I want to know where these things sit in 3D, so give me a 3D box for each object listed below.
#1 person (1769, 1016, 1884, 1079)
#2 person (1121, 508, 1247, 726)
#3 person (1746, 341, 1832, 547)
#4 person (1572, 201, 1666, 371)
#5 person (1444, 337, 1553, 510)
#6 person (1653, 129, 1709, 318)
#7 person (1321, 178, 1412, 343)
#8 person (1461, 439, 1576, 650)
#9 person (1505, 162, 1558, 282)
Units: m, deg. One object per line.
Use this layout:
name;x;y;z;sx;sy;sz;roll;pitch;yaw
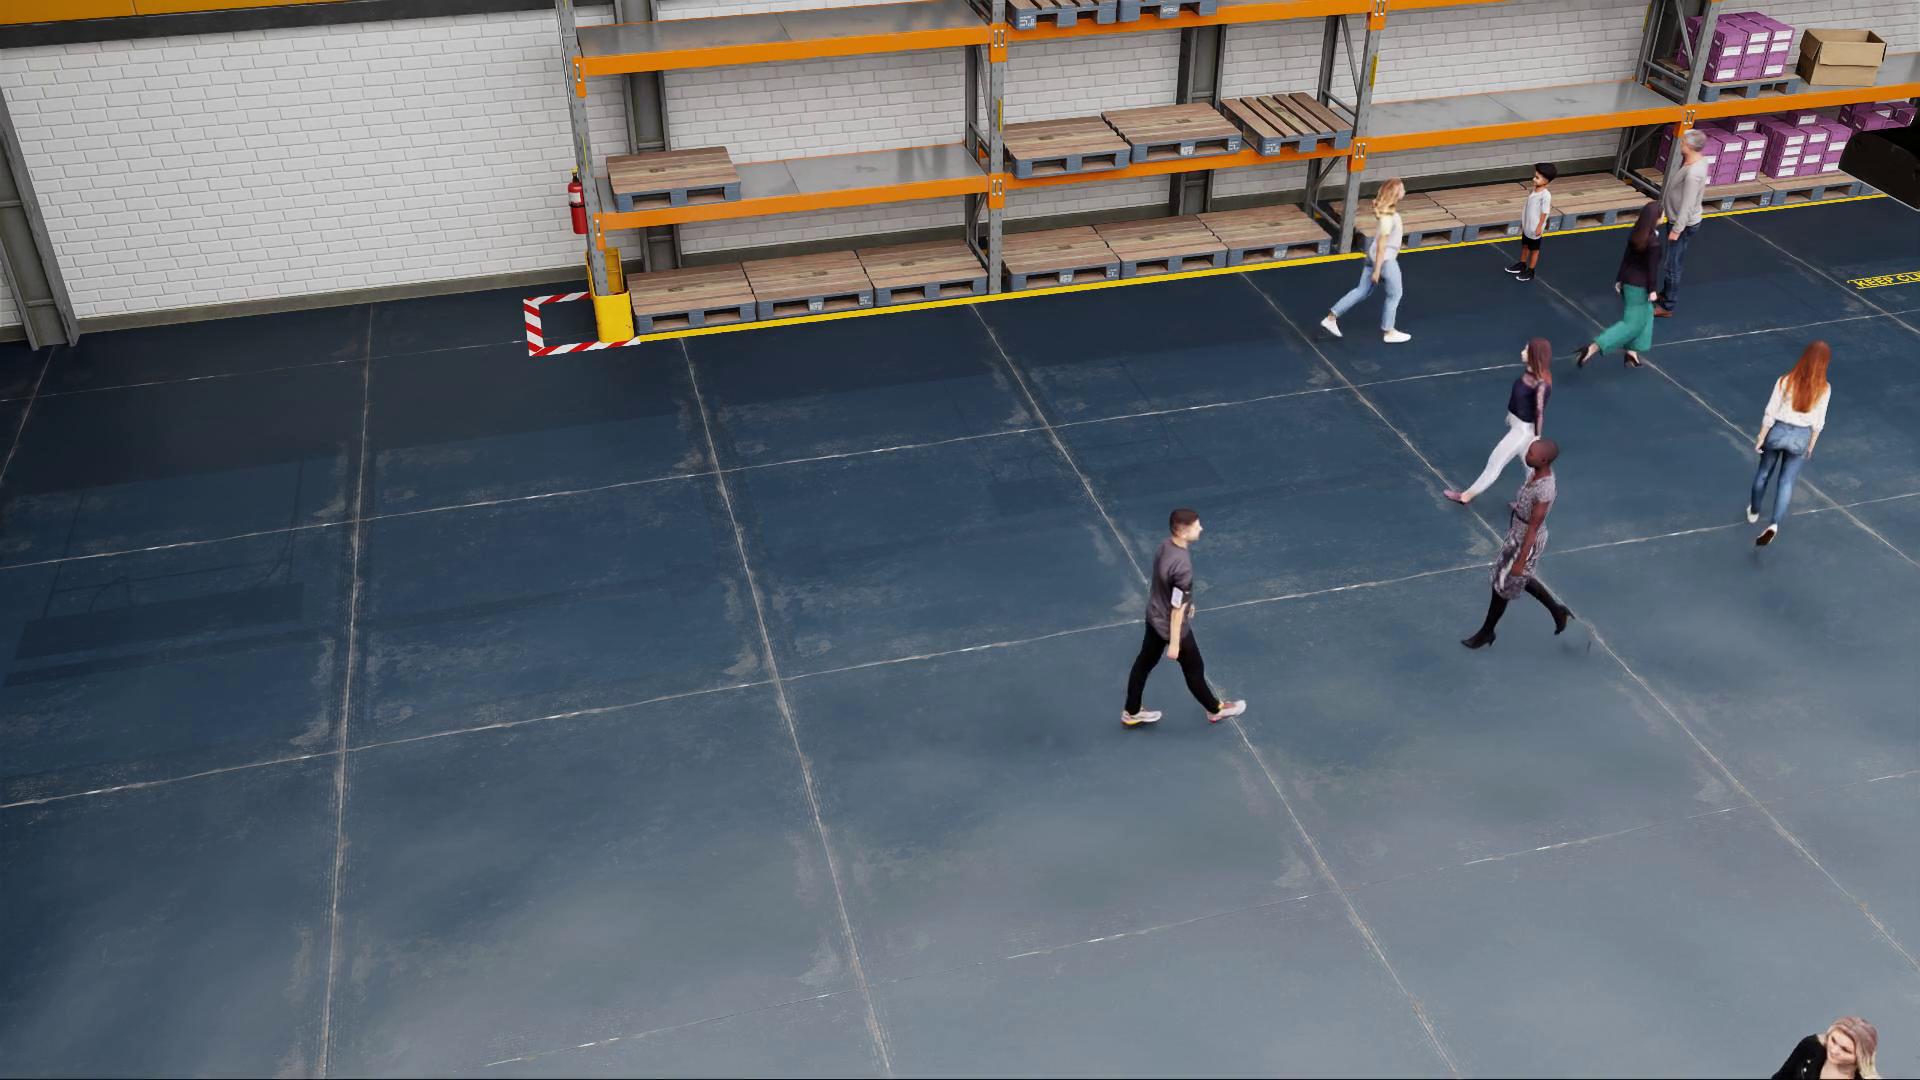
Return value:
person;4.055;2.797;7.823;1.088;1.653;0.830;-20;38;-27
person;1.318;0.566;11.113;1.101;1.728;0.751;-4;34;-6
person;6.513;-0.736;13.090;1.022;1.707;1.047;14;36;20
person;6.186;-2.286;15.421;1.094;1.709;0.708;-3;34;-5
person;4.606;-0.881;13.435;1.121;1.567;0.896;5;34;8
person;7.179;-3.155;16.552;0.873;1.904;0.835;15;36;21
person;3.949;-2.667;16.011;1.188;1.691;0.844;0;34;1
person;4.080;0.071;11.819;1.101;1.770;0.923;7;34;10
person;6.024;-3.351;17.428;0.472;1.260;0.482;-8;35;-13
